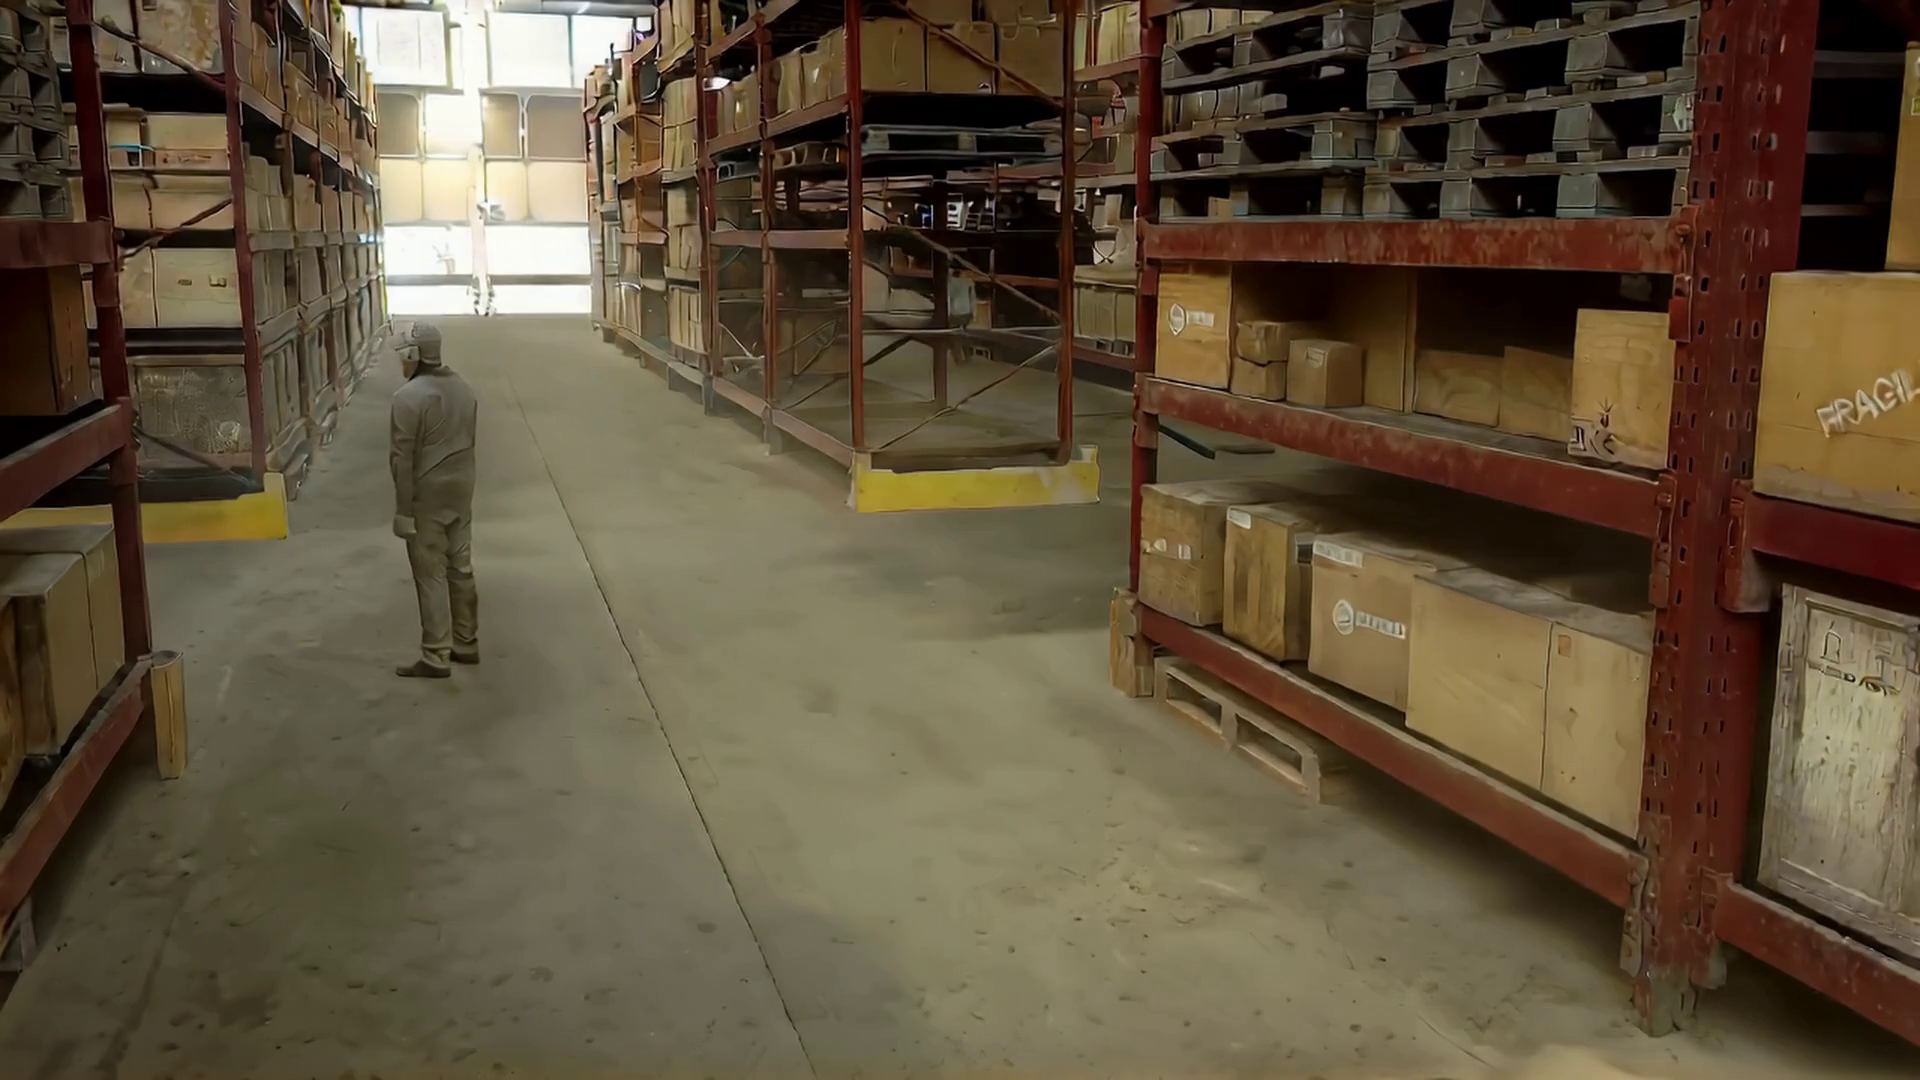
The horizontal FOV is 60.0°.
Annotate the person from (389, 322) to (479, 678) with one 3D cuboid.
[{"bbox_3d":[-2.846,-0.215,8.951,0.399,1.899,0.646,2,11,13],"label":"person"}]

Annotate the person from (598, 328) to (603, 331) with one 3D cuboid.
[{"bbox_3d":[-8.639,-6.202,41.716,0.830,1.916,0.634,-2,10,-9],"label":"person"}]

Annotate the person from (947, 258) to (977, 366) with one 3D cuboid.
[{"bbox_3d":[0.009,-4.142,30.284,0.627,1.974,0.468,6,12,28],"label":"person"}]
